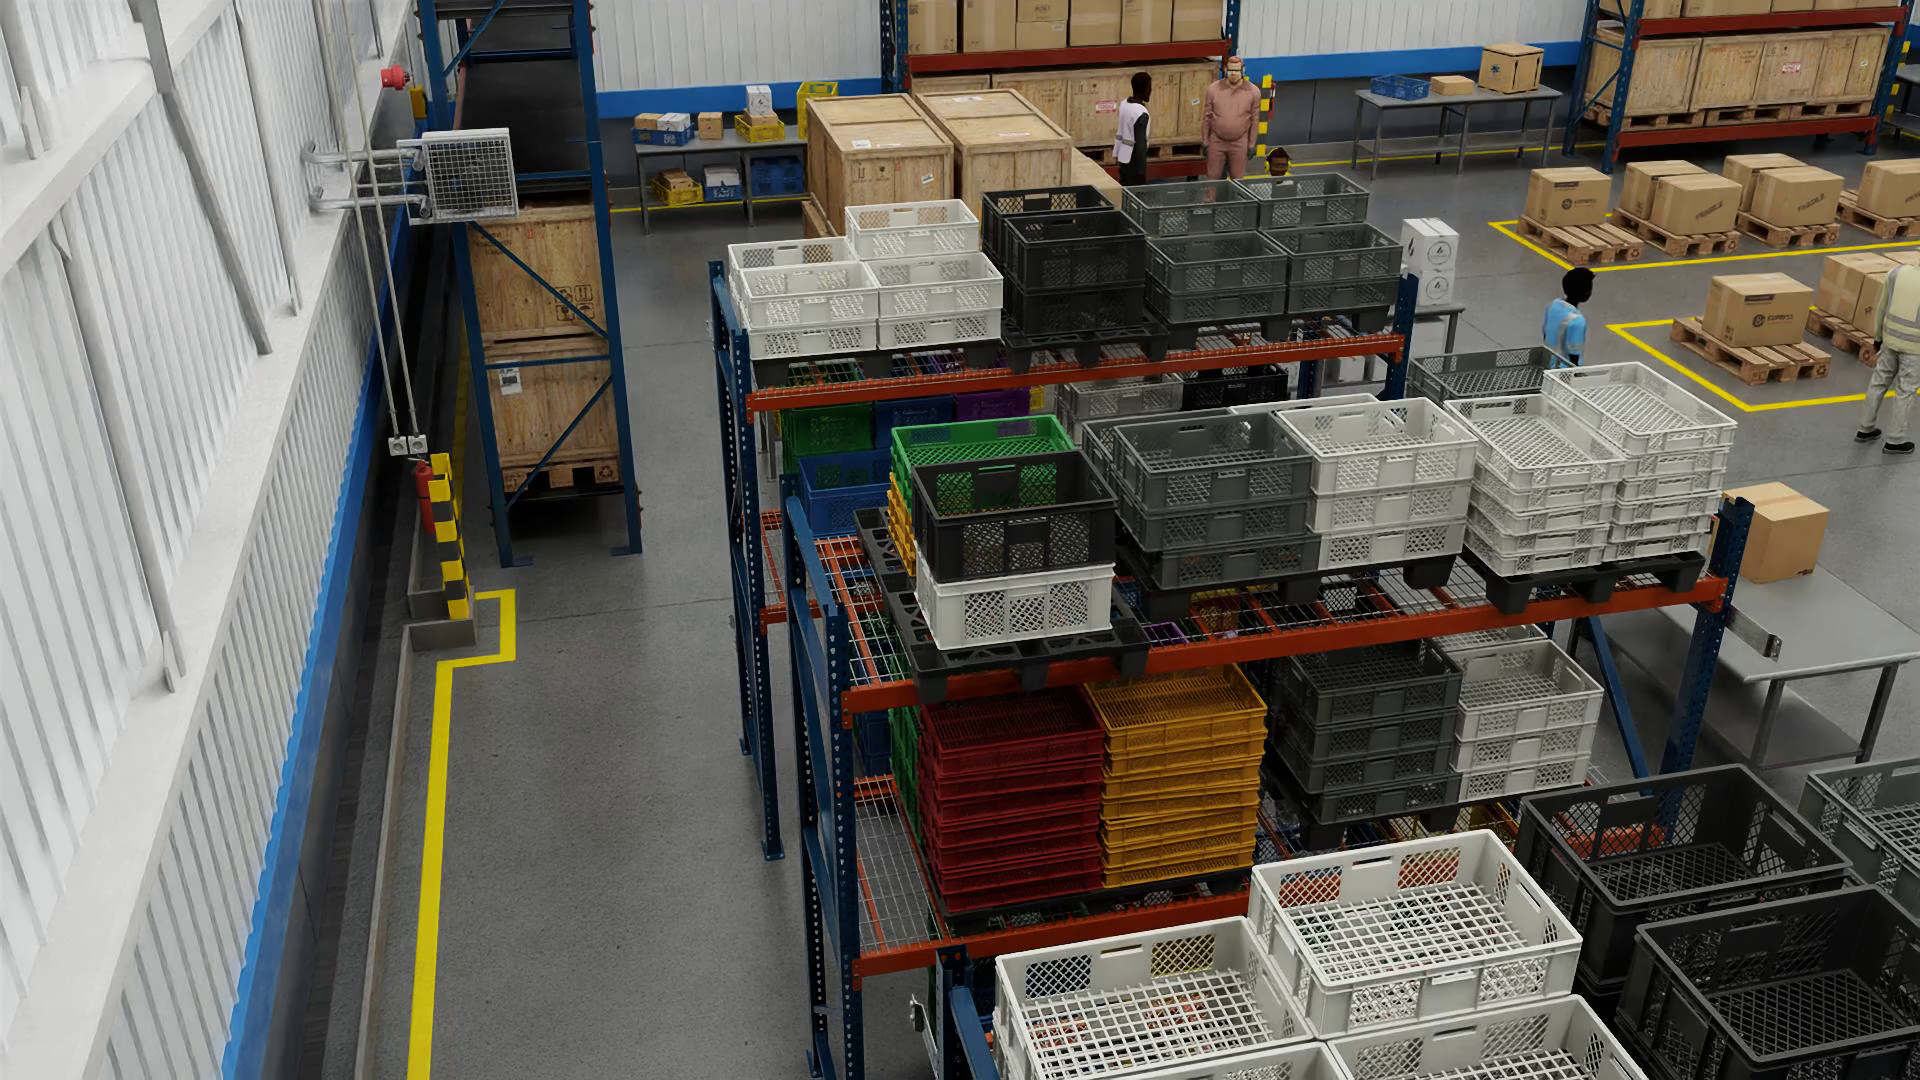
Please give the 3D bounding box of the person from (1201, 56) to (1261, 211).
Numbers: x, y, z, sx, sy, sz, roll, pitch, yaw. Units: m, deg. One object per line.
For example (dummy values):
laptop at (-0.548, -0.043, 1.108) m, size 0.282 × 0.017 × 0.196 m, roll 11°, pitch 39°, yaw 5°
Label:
person at (3.039, -4.499, 18.812) m, size 0.643 × 1.908 × 0.410 m, roll 4°, pitch 28°, yaw 8°

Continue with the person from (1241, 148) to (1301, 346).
person at (2.884, -2.723, 15.477) m, size 0.514 × 1.876 × 0.328 m, roll 0°, pitch 28°, yaw -1°

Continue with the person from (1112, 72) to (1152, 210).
person at (1.867, -4.117, 18.088) m, size 0.388 × 1.911 × 0.592 m, roll -7°, pitch 29°, yaw -14°

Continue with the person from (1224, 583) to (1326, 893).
person at (1.554, 1.031, 8.285) m, size 0.627 × 1.940 × 0.371 m, roll 6°, pitch 28°, yaw 10°

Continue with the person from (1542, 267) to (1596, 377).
person at (4.676, -1.313, 12.985) m, size 0.320 × 1.697 × 0.537 m, roll -2°, pitch 28°, yaw -4°

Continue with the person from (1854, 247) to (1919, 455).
person at (7.640, -1.594, 13.377) m, size 0.404 × 1.830 × 0.602 m, roll -12°, pitch 30°, yaw -21°
